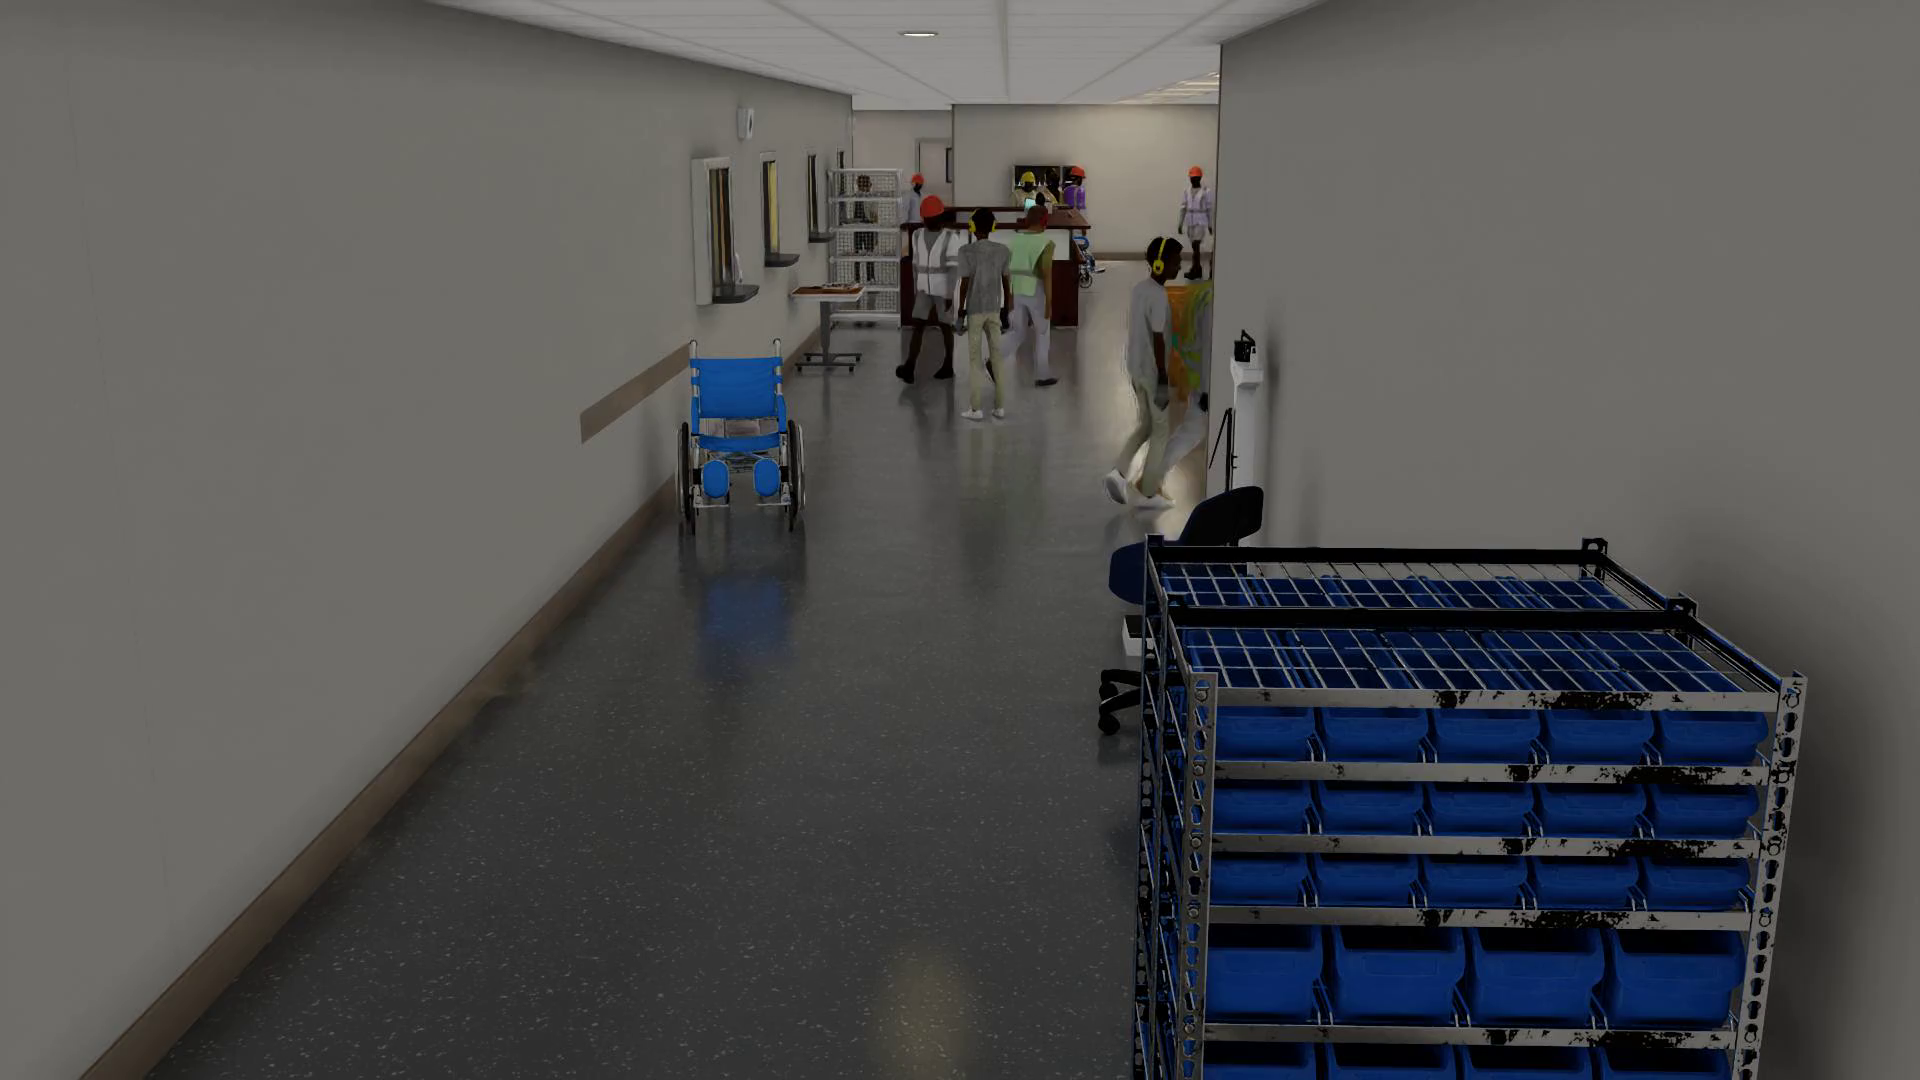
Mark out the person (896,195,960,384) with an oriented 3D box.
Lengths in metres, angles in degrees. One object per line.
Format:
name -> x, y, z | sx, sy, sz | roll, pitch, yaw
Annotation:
person -> -0.294, -2.508, 16.747 | 0.557, 1.872, 1.012 | 6, 15, 24

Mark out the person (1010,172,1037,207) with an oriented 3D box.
person -> 1.137, -5.425, 28.702 | 0.592, 1.826, 0.404 | -8, 16, -29

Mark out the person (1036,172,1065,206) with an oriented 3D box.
person -> 1.550, -5.263, 28.032 | 0.623, 1.835, 0.431 | -12, 18, -40

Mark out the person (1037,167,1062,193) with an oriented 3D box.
person -> 1.617, -5.737, 29.862 | 0.534, 1.869, 0.311 | 6, 15, 24

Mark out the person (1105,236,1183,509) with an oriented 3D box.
person -> 1.217, -1.098, 11.096 | 0.486, 1.838, 0.622 | -6, 15, -24

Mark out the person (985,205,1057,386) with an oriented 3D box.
person -> 0.631, -2.401, 16.469 | 0.793, 1.808, 0.598 | -13, 19, -42

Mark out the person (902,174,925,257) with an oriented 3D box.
person -> -0.848, -5.931, 30.939 | 0.457, 1.732, 0.559 | 9, 16, 31

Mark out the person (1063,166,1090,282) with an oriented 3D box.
person -> 1.953, -5.313, 28.010 | 0.366, 1.935, 0.543 | -10, 17, -35

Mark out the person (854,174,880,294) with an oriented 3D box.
person -> -1.512, -4.788, 26.063 | 0.505, 1.842, 0.346 | 5, 15, 21

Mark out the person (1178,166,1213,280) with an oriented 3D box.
person -> 3.991, -5.424, 28.509 | 0.565, 1.902, 0.912 | 10, 17, 36

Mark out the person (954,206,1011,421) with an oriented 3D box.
person -> 0.200, -1.984, 14.638 | 0.535, 1.868, 0.309 | -6, 15, -24
